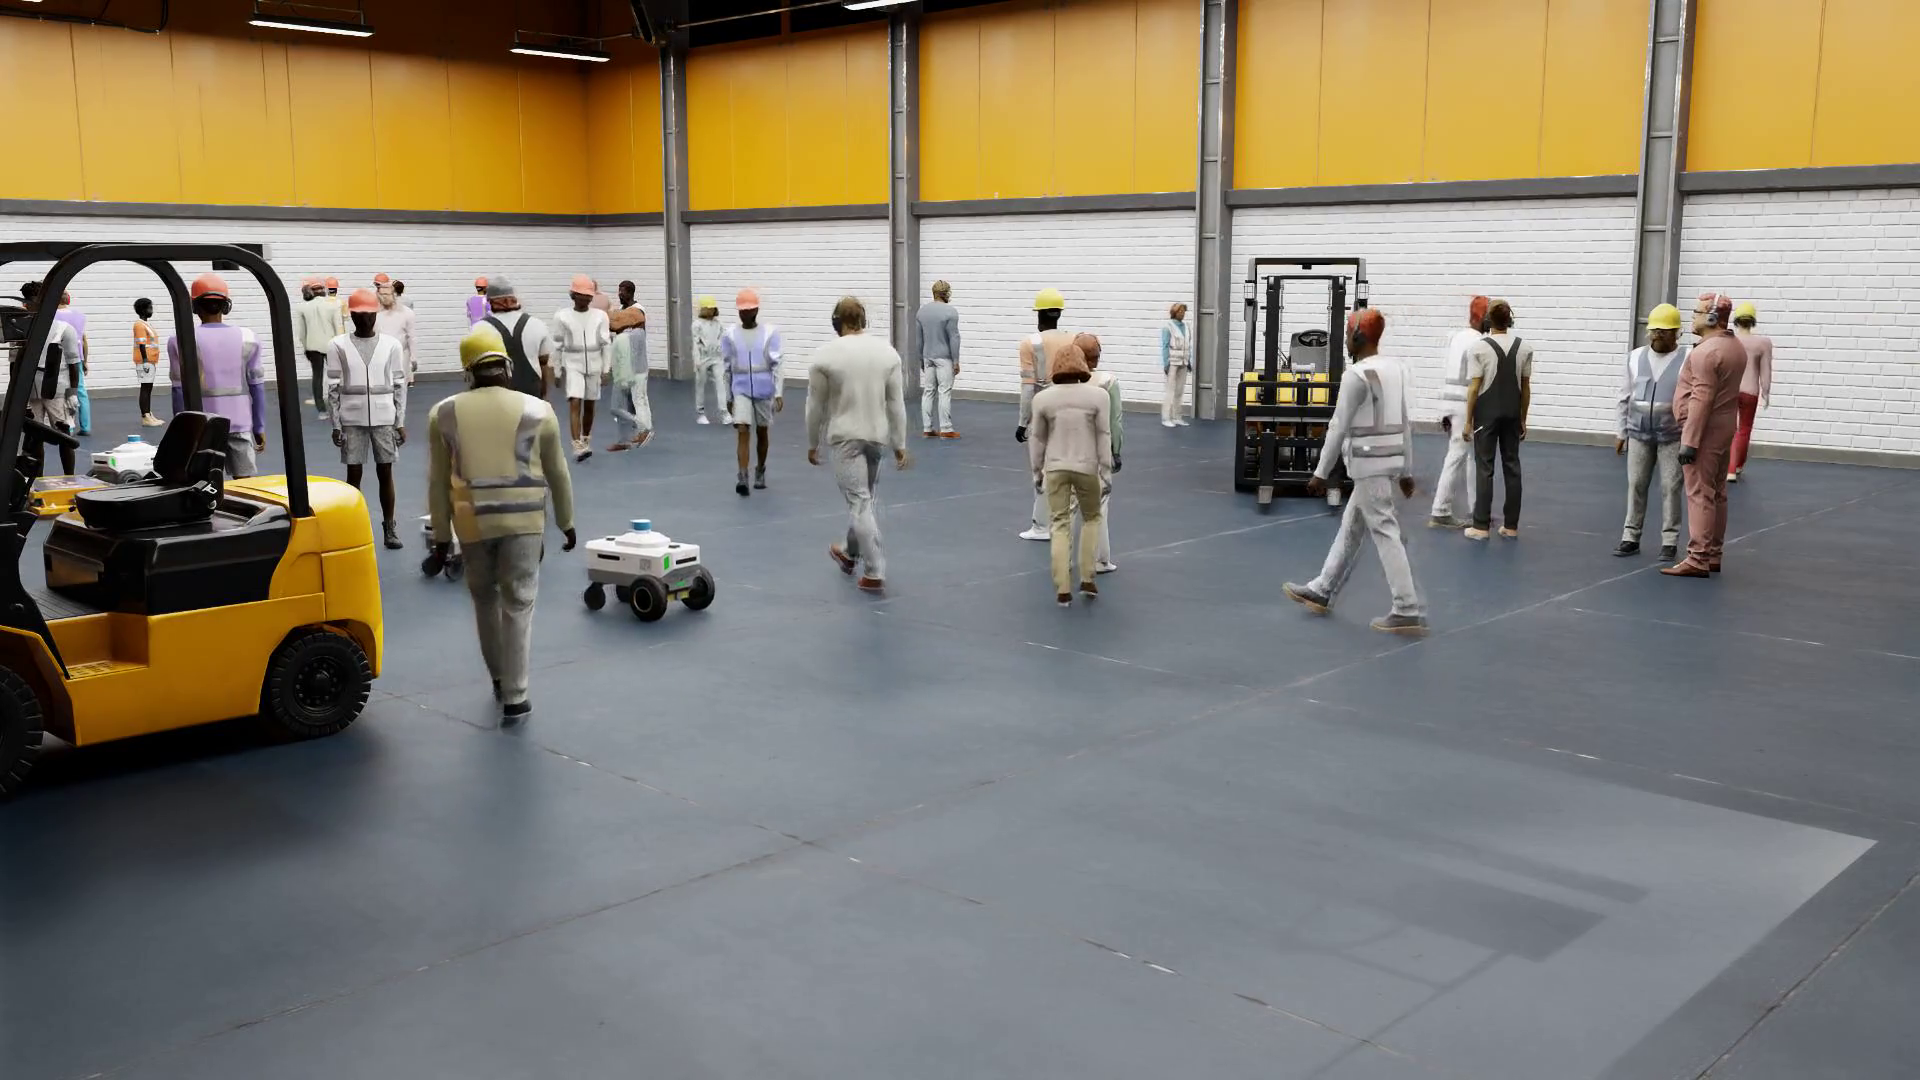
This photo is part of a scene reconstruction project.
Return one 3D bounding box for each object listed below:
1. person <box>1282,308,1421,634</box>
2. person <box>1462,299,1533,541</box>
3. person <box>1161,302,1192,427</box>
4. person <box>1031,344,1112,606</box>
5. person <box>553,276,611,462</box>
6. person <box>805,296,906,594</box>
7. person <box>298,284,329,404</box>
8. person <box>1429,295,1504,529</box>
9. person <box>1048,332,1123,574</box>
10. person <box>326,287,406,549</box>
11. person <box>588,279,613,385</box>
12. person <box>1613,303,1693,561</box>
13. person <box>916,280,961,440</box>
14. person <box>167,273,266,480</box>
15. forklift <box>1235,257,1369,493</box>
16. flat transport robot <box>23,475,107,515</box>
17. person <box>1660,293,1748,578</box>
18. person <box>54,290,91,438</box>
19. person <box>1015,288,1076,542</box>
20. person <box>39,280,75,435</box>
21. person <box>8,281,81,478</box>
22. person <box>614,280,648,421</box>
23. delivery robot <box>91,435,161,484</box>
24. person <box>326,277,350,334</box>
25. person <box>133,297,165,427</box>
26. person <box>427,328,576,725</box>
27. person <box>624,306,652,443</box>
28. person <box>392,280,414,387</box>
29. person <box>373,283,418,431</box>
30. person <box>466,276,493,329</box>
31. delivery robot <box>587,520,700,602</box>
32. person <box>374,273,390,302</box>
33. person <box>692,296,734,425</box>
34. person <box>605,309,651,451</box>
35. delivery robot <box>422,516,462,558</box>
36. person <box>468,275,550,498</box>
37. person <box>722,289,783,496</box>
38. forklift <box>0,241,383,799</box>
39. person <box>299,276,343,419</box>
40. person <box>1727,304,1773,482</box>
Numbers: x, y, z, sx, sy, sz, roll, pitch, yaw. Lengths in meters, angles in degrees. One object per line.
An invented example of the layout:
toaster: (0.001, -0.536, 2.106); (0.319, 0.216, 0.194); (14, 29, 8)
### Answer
person: (2.289, -0.407, 9.614); (1.002, 1.831, 0.581); (7, 12, 38)
person: (4.091, -0.910, 12.700); (0.506, 1.843, 0.349); (-1, 9, -6)
person: (2.849, -2.308, 21.891); (0.522, 1.639, 0.310); (-8, 12, -41)
person: (0.695, -0.411, 10.336); (0.518, 1.599, 0.588); (2, 9, 12)
person: (-4.102, -1.859, 18.119); (0.600, 1.991, 1.028); (-4, 10, -25)
person: (-0.733, -0.635, 10.865); (0.627, 1.887, 0.997); (-6, 11, -31)
person: (-9.898, -2.994, 25.485); (0.430, 1.840, 0.626); (0, 9, 2)
person: (4.107, -1.003, 13.204); (0.767, 1.851, 0.627); (-1, 9, -7)
person: (0.852, -0.584, 11.302); (0.522, 1.645, 0.306); (3, 10, 20)
person: (-4.355, -0.884, 12.245); (0.542, 1.940, 0.355); (-4, 10, -24)
person: (-6.546, -3.661, 29.435); (0.680, 1.876, 0.813); (-7, 12, -38)
person: (4.971, -0.764, 11.842); (0.600, 1.827, 0.404); (7, 12, 39)
person: (-0.255, -2.180, 20.194); (0.633, 1.936, 0.355); (8, 12, 39)
person: (-4.997, -0.766, 11.198); (0.616, 2.041, 0.379); (-9, 13, -44)
forklift: (3.309, -1.629, 16.029); (1.214, 2.155, 2.313); (2, 9, 11)
flat transport robot: (-7.796, -0.401, 14.383); (0.652, 0.197, 1.431); (-8, 12, -41)
person: (5.012, -0.703, 11.220); (0.407, 1.913, 0.641); (8, 12, 41)
person: (-10.957, -2.169, 20.415); (0.373, 1.840, 0.571); (5, 10, 26)
person: (0.675, -0.950, 12.686); (0.595, 1.925, 0.371); (-6, 11, -33)
person: (-11.242, -2.241, 20.581); (0.627, 1.935, 0.371); (0, 9, 3)
person: (-8.152, -1.317, 14.809); (0.602, 1.967, 0.366); (-1, 9, -5)
person: (-4.443, -2.545, 22.495); (0.386, 1.917, 0.595); (-8, 12, -39)
delivery robot: (-7.505, -0.714, 15.144); (0.477, 0.478, 0.707); (5, 10, 27)
person: (-10.208, -3.318, 27.157); (0.550, 1.941, 0.347); (1, 9, 4)
person: (-10.693, -2.335, 21.875); (0.318, 1.699, 0.534); (-3, 10, -18)
person: (-2.126, -0.086, 7.792); (0.620, 1.786, 0.839); (-1, 9, -4)
person: (-3.860, -1.973, 19.878); (0.278, 1.626, 0.501); (0, 9, 1)
person: (-9.817, -3.612, 29.165); (0.514, 1.876, 0.328); (-7, 12, -38)
person: (-7.243, -2.318, 21.185); (0.661, 1.886, 0.599); (-2, 10, -14)
person: (-8.307, -3.612, 28.969); (0.547, 1.938, 0.377); (4, 10, 21)
delivery robot: (-1.913, 0.120, 10.032); (0.707, 0.478, 0.477); (6, 11, 33)
person: (-10.106, -3.679, 29.201); (0.619, 1.997, 0.373); (5, 11, 30)
person: (-3.273, -2.354, 21.962); (0.500, 1.696, 0.886); (-7, 11, -36)
person: (-3.799, -1.800, 18.847); (0.424, 1.618, 0.505); (-2, 9, -10)
delivery robot: (-3.279, -0.087, 11.304); (0.477, 0.478, 0.707); (8, 12, 39)
person: (-3.870, -1.261, 14.245); (0.696, 2.000, 0.601); (-5, 10, -28)
person: (-1.917, -1.366, 15.358); (0.566, 1.885, 0.985); (0, 9, -3)
forklift: (-3.706, -0.171, 7.093); (1.214, 2.155, 2.313); (9, 13, 43)
person: (-8.817, -2.675, 23.140); (0.642, 1.958, 0.877); (0, 9, 1)
person: (7.655, -1.452, 16.361); (0.547, 1.717, 0.877); (3, 10, 19)
